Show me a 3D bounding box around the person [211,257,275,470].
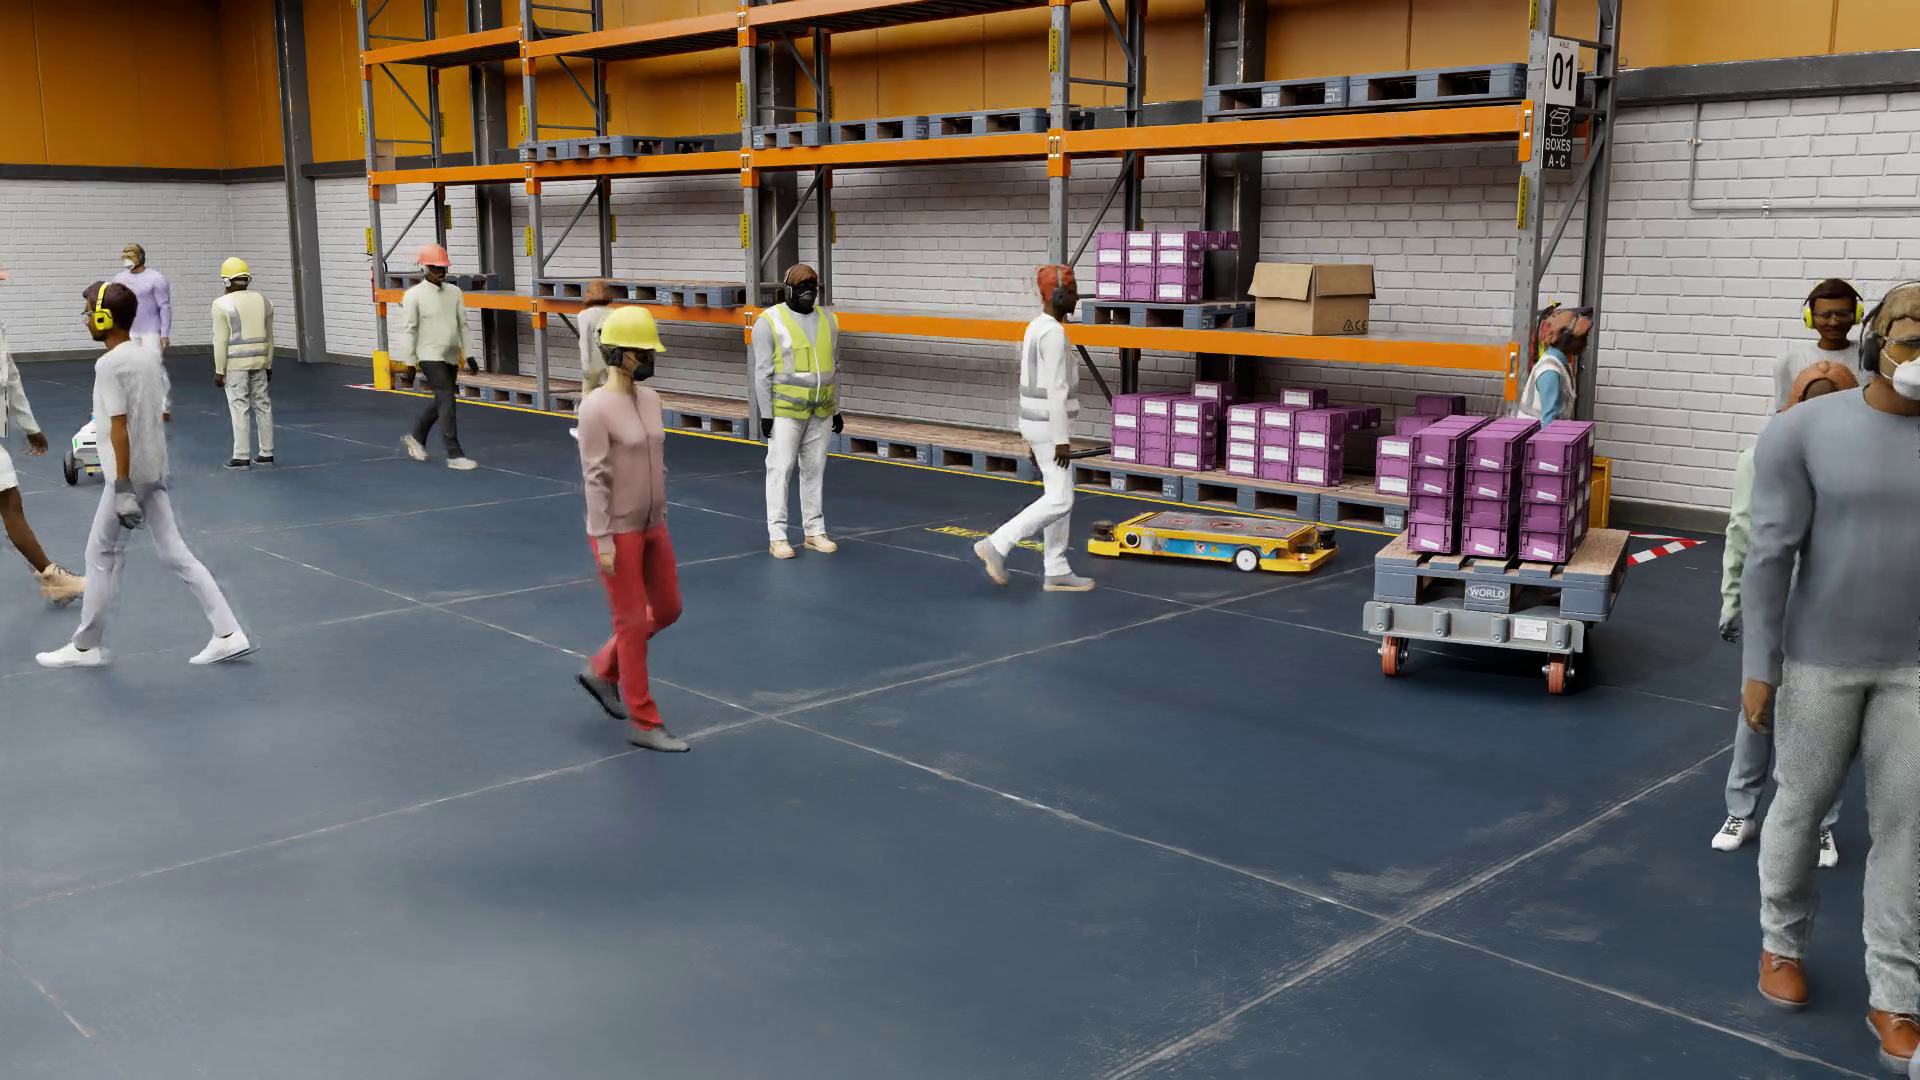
[{"bbox_3d":[-6.227,-1.527,14.440,0.404,1.833,0.588,5,12,27],"label":"person"}]

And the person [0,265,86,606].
[{"bbox_3d":[-5.244,-0.610,9.013,1.056,1.984,0.629,-1,10,-7],"label":"person"}]

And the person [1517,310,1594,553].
[{"bbox_3d":[3.432,-0.513,9.531,0.843,1.591,0.550,6,12,28],"label":"person"}]

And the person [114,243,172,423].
[{"bbox_3d":[-8.809,-2.222,17.940,0.635,1.937,0.352,2,11,9],"label":"person"}]

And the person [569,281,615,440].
[{"bbox_3d":[-3.482,-1.703,16.081,0.520,1.584,0.867,-9,14,-42],"label":"person"}]

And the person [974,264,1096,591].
[{"bbox_3d":[0.435,-0.606,9.327,0.613,1.866,0.588,-1,10,-4],"label":"person"}]

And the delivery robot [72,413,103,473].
[{"bbox_3d":[-7.118,-0.813,13.779,0.477,0.478,0.707,-4,11,-20],"label":"delivery robot"}]

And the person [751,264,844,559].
[{"bbox_3d":[-0.999,-0.815,10.532,0.624,1.845,0.430,-8,13,-36],"label":"person"}]

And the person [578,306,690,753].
[{"bbox_3d":[-1.316,-0.044,6.574,0.574,1.757,0.531,5,11,24],"label":"person"}]

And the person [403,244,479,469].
[{"bbox_3d":[-4.628,-1.610,14.577,0.958,1.957,0.626,5,12,27],"label":"person"}]

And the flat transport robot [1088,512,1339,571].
[{"bbox_3d":[1.586,-0.006,10.409,1.431,0.197,0.652,5,12,27],"label":"flat transport robot"}]

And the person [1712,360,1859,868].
[{"bbox_3d":[2.720,0.239,5.356,0.507,1.630,0.268,6,12,30],"label":"person"}]

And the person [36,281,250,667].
[{"bbox_3d":[-3.838,-0.293,7.765,0.989,1.825,0.541,0,10,2],"label":"person"}]

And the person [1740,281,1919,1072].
[{"bbox_3d":[2.290,0.328,4.161,0.638,1.925,0.647,3,11,15],"label":"person"}]

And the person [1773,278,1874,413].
[{"bbox_3d":[4.003,-0.291,7.689,0.535,1.837,0.750,4,11,19],"label":"person"}]
